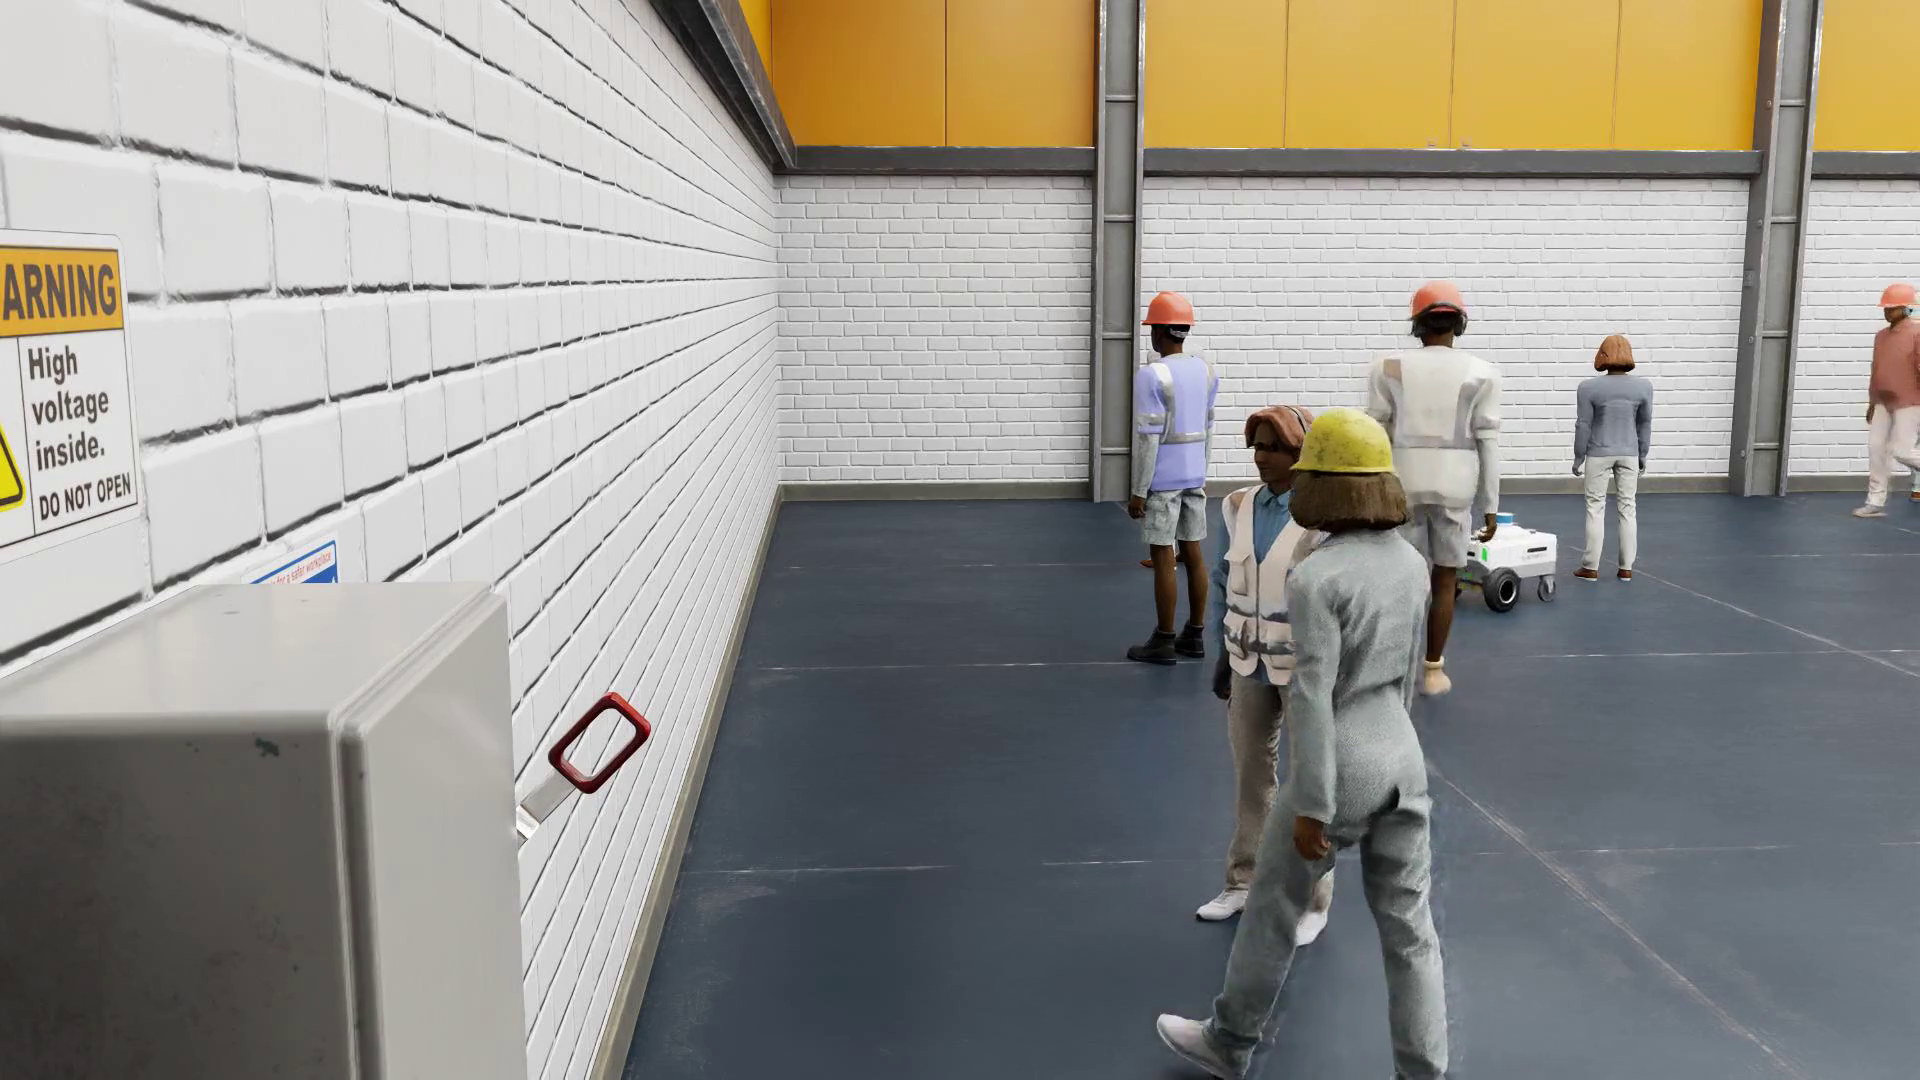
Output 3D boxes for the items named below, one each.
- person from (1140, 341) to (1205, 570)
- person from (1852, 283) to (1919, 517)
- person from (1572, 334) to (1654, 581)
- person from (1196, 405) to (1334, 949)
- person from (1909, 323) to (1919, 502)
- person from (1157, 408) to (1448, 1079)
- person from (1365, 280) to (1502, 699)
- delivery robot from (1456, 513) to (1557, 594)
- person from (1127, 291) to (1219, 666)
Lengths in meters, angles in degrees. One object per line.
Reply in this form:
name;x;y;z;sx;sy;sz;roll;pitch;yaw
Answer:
person;1.454;-0.724;11.460;0.520;1.865;0.332;-6;11;-35
person;7.884;-1.150;13.829;0.726;1.963;0.655;-2;9;-10
person;4.304;-0.537;10.998;0.499;1.635;0.287;0;9;2
person;0.978;0.407;5.053;0.315;1.640;0.515;-8;12;-41
person;8.708;-1.282;14.726;0.372;1.940;0.627;-6;11;-32
person;0.850;0.542;3.982;0.509;1.706;0.851;-7;12;-38
person;2.196;-0.211;7.812;0.647;2.008;0.779;4;10;23
delivery robot;3.335;0.077;10.234;0.707;0.478;0.477;-6;11;-32
person;1.088;-0.317;8.667;0.542;1.939;0.366;-7;12;-39
